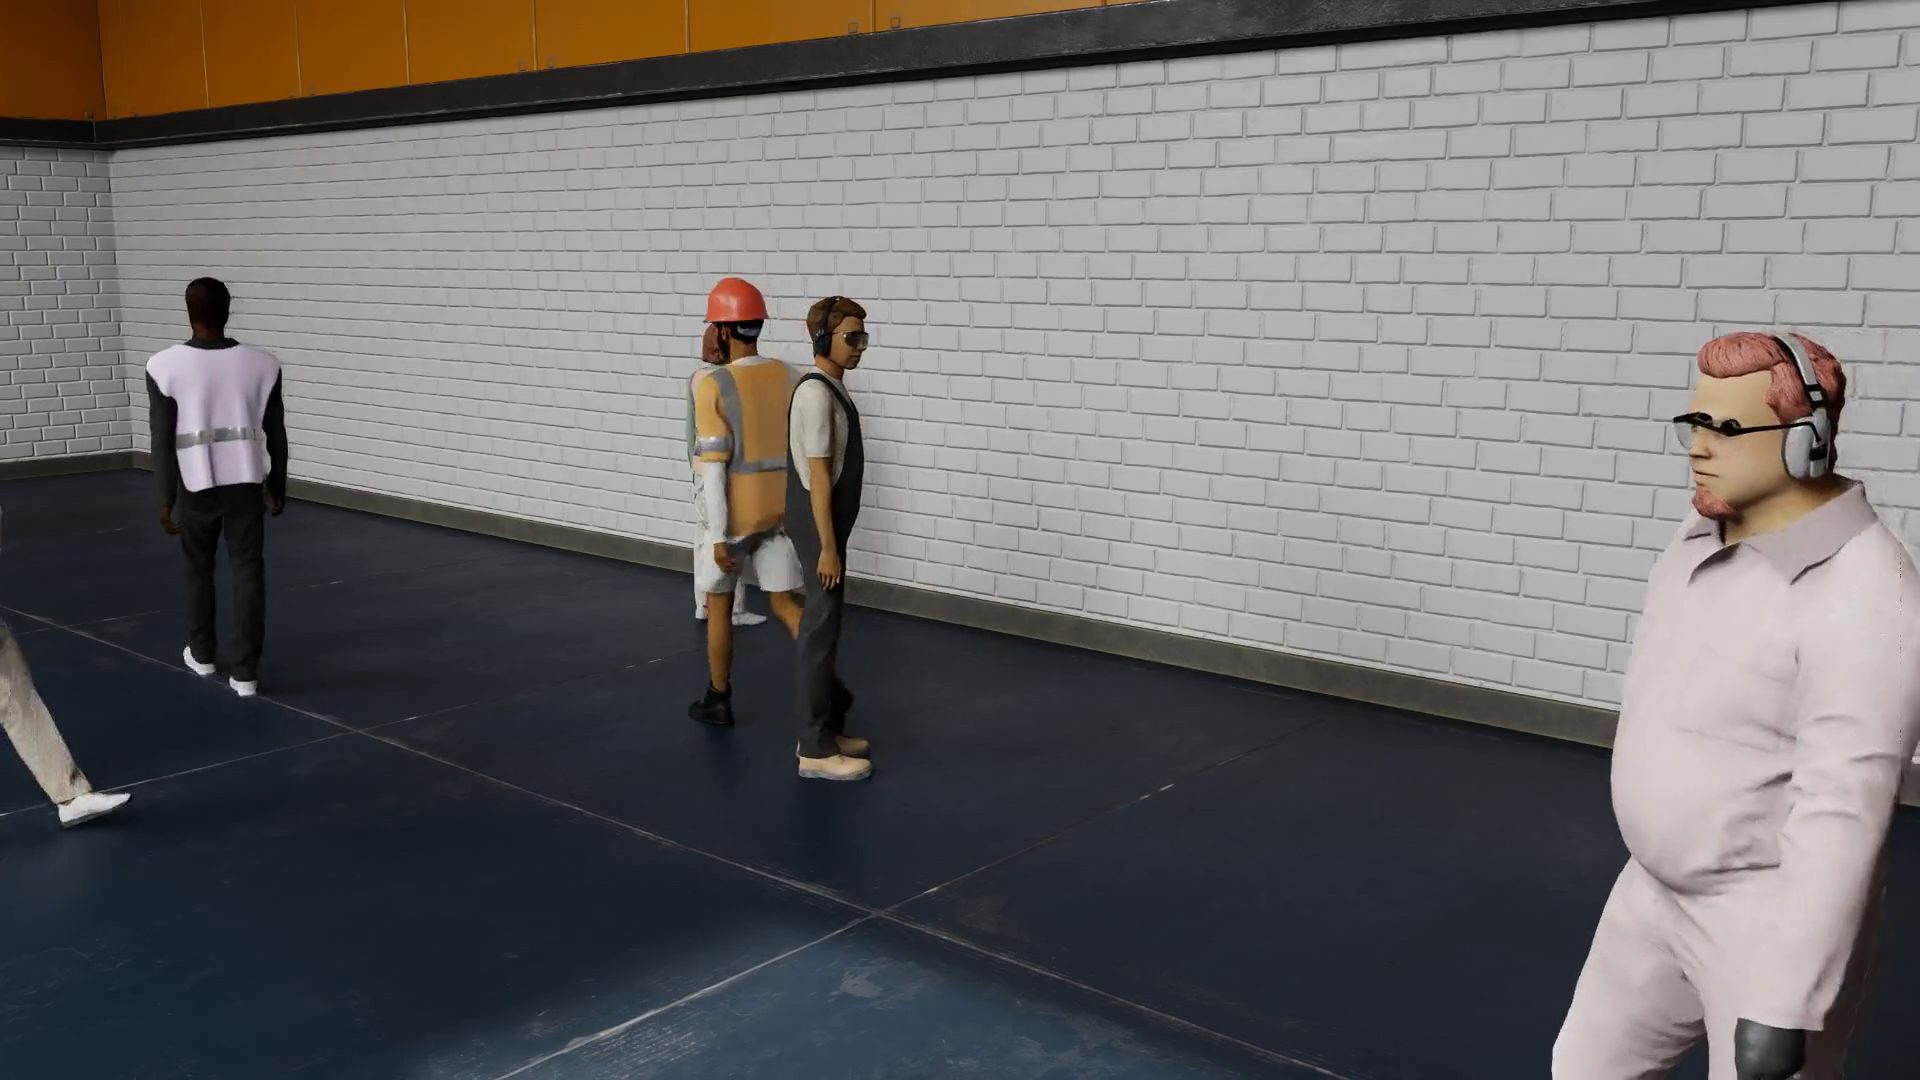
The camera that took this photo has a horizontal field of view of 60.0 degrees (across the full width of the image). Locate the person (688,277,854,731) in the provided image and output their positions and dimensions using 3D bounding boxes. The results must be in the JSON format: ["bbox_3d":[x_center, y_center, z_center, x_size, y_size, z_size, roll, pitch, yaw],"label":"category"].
[{"bbox_3d":[-0.817,-0.112,6.808,0.546,1.915,0.872,-8,13,-40],"label":"person"}]

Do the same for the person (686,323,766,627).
[{"bbox_3d":[-1.265,-0.349,8.933,0.526,1.634,0.317,9,13,40],"label":"person"}]

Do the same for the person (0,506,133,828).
[{"bbox_3d":[-3.360,0.255,5.607,0.888,1.582,0.505,-1,10,-4],"label":"person"}]

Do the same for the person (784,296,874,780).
[{"bbox_3d":[-0.502,-0.010,6.400,0.339,1.842,0.507,0,10,-2],"label":"person"}]

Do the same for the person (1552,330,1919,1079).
[{"bbox_3d":[1.159,0.609,2.718,0.658,1.889,0.680,-1,10,-4],"label":"person"}]

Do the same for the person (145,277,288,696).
[{"bbox_3d":[-3.443,-0.264,7.723,0.611,1.876,0.915,-7,12,-35],"label":"person"}]
